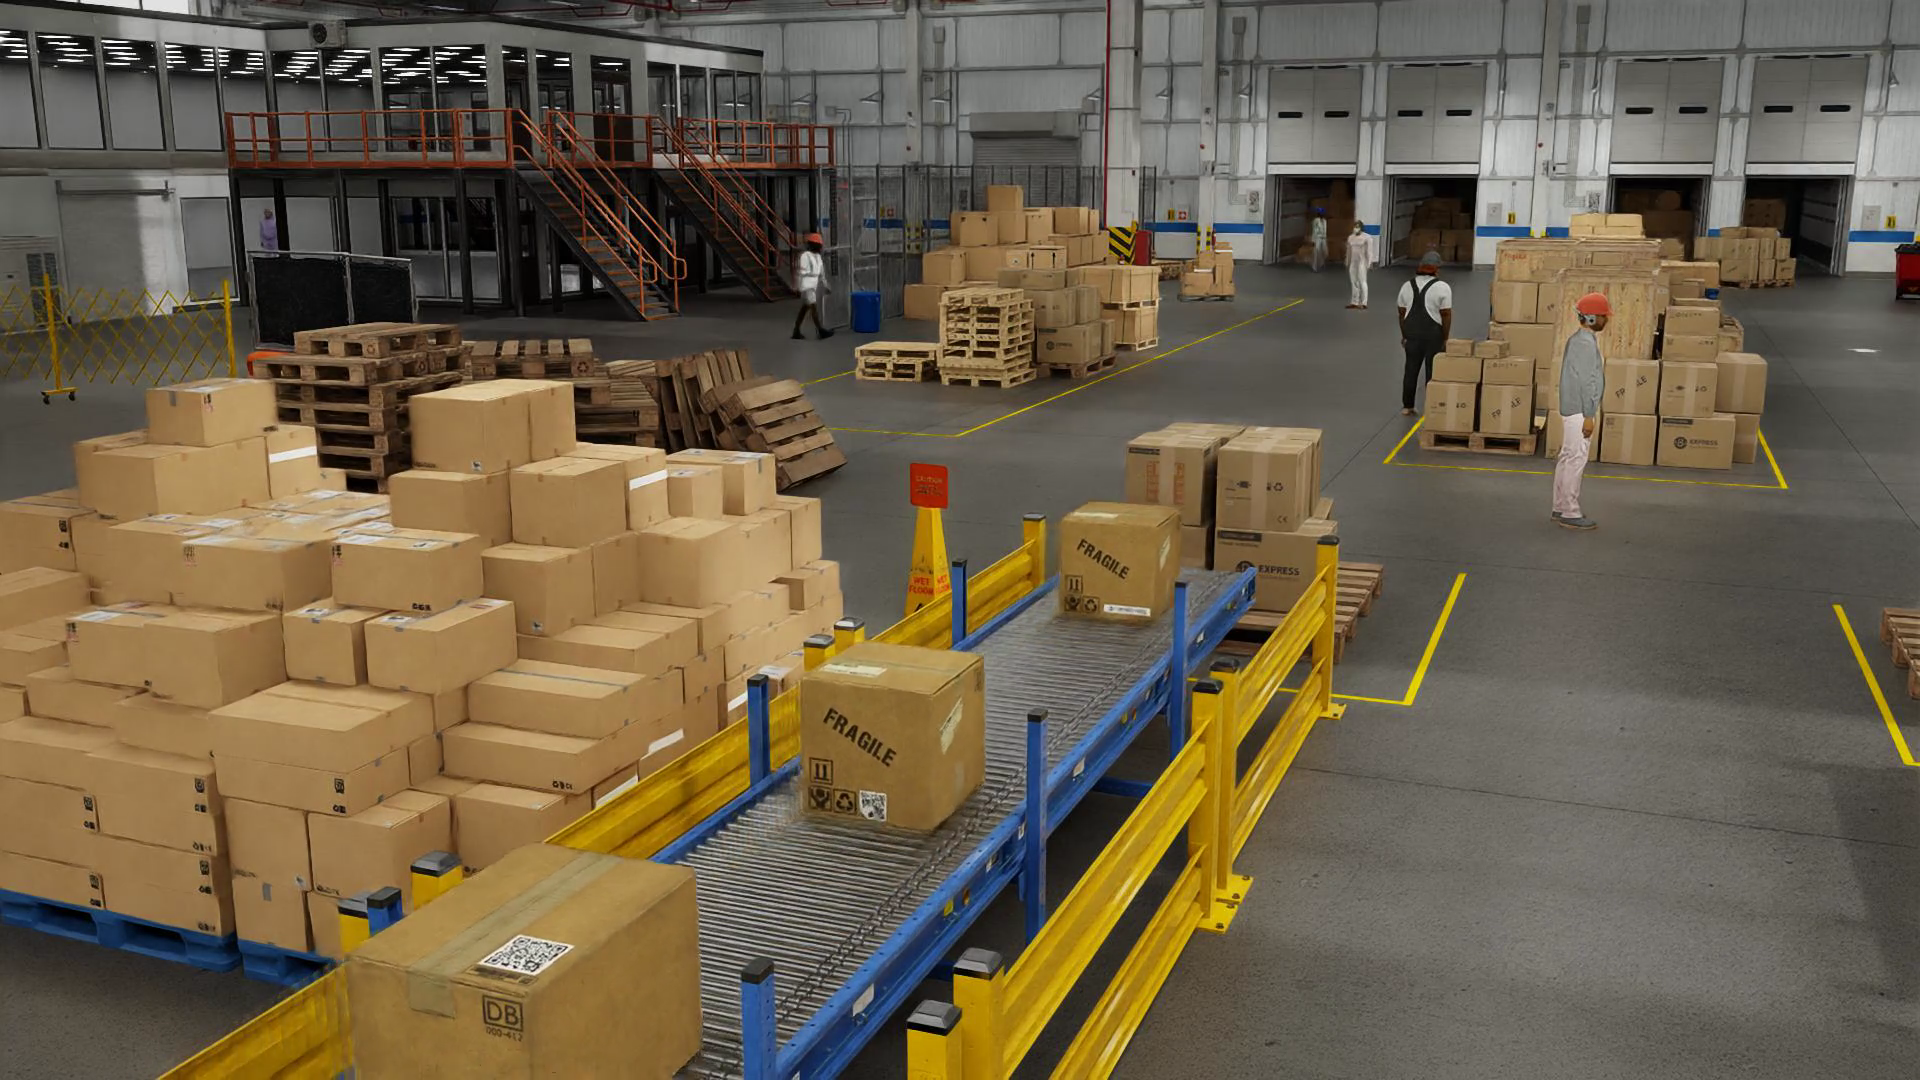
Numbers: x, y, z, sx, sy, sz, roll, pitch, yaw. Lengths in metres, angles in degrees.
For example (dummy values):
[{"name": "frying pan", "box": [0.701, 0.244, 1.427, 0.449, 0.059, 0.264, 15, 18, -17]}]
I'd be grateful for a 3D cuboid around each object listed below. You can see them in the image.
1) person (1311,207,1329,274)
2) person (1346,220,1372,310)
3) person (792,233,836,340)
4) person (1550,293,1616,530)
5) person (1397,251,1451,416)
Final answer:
[{"name": "person", "box": [10.508, -8.710, 48.390, 0.650, 1.925, 0.664, -10, 16, -38]}, {"name": "person", "box": [8.649, -5.965, 36.115, 0.390, 1.930, 0.626, -10, 16, -38]}, {"name": "person", "box": [-2.617, -4.511, 29.670, 0.967, 1.875, 0.544, 5, 13, 20]}, {"name": "person", "box": [5.273, -1.091, 14.082, 0.394, 1.992, 0.622, 2, 13, 7]}, {"name": "person", "box": [5.736, -2.527, 20.418, 0.681, 2.000, 0.536, 12, 17, 44]}]
